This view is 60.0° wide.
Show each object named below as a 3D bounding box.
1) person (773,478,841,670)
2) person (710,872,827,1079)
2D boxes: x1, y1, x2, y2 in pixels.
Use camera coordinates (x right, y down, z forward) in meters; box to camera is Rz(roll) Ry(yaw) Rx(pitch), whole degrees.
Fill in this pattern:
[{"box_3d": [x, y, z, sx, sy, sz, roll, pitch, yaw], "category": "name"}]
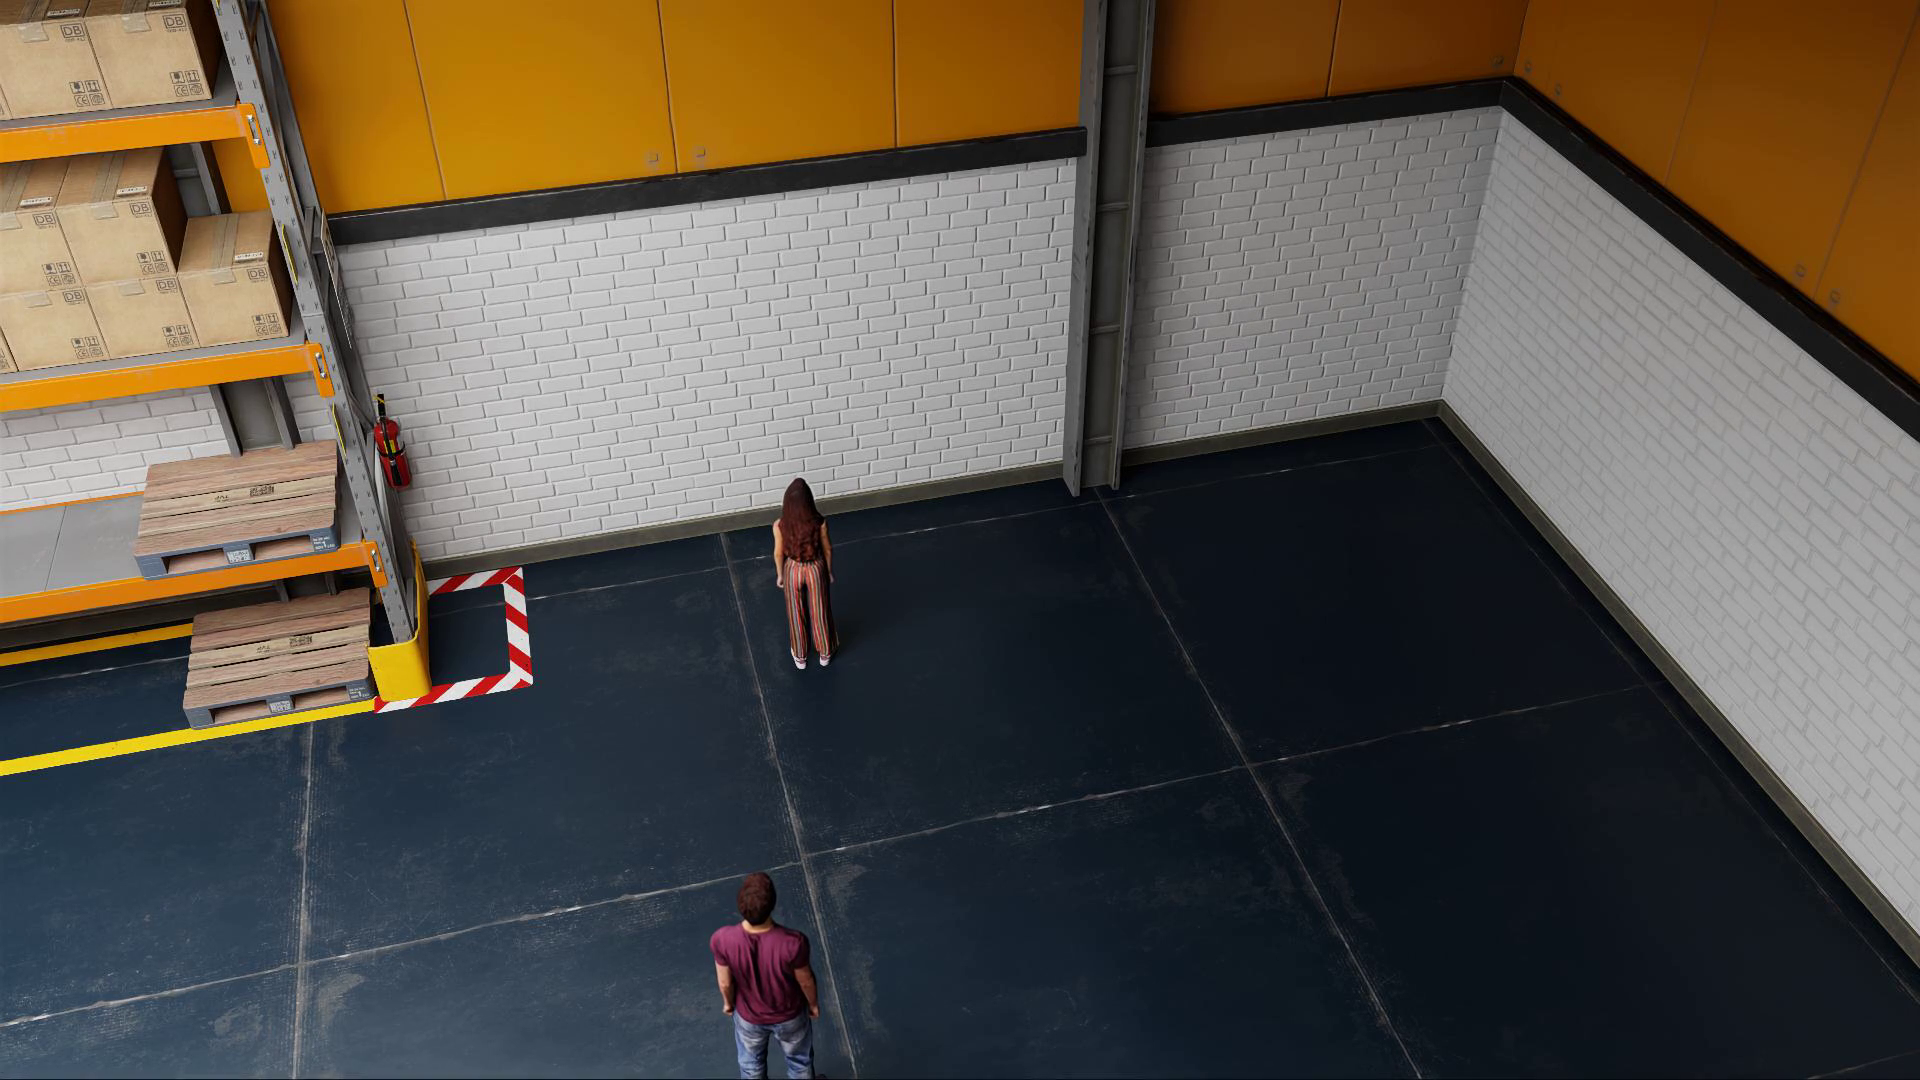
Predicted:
[{"box_3d": [-1.054, 0.224, 11.346, 0.506, 1.562, 0.653, -3, 39, -4], "category": "person"}, {"box_3d": [-0.964, 2.350, 8.449, 0.603, 1.855, 0.778, 1, 39, 2], "category": "person"}]
